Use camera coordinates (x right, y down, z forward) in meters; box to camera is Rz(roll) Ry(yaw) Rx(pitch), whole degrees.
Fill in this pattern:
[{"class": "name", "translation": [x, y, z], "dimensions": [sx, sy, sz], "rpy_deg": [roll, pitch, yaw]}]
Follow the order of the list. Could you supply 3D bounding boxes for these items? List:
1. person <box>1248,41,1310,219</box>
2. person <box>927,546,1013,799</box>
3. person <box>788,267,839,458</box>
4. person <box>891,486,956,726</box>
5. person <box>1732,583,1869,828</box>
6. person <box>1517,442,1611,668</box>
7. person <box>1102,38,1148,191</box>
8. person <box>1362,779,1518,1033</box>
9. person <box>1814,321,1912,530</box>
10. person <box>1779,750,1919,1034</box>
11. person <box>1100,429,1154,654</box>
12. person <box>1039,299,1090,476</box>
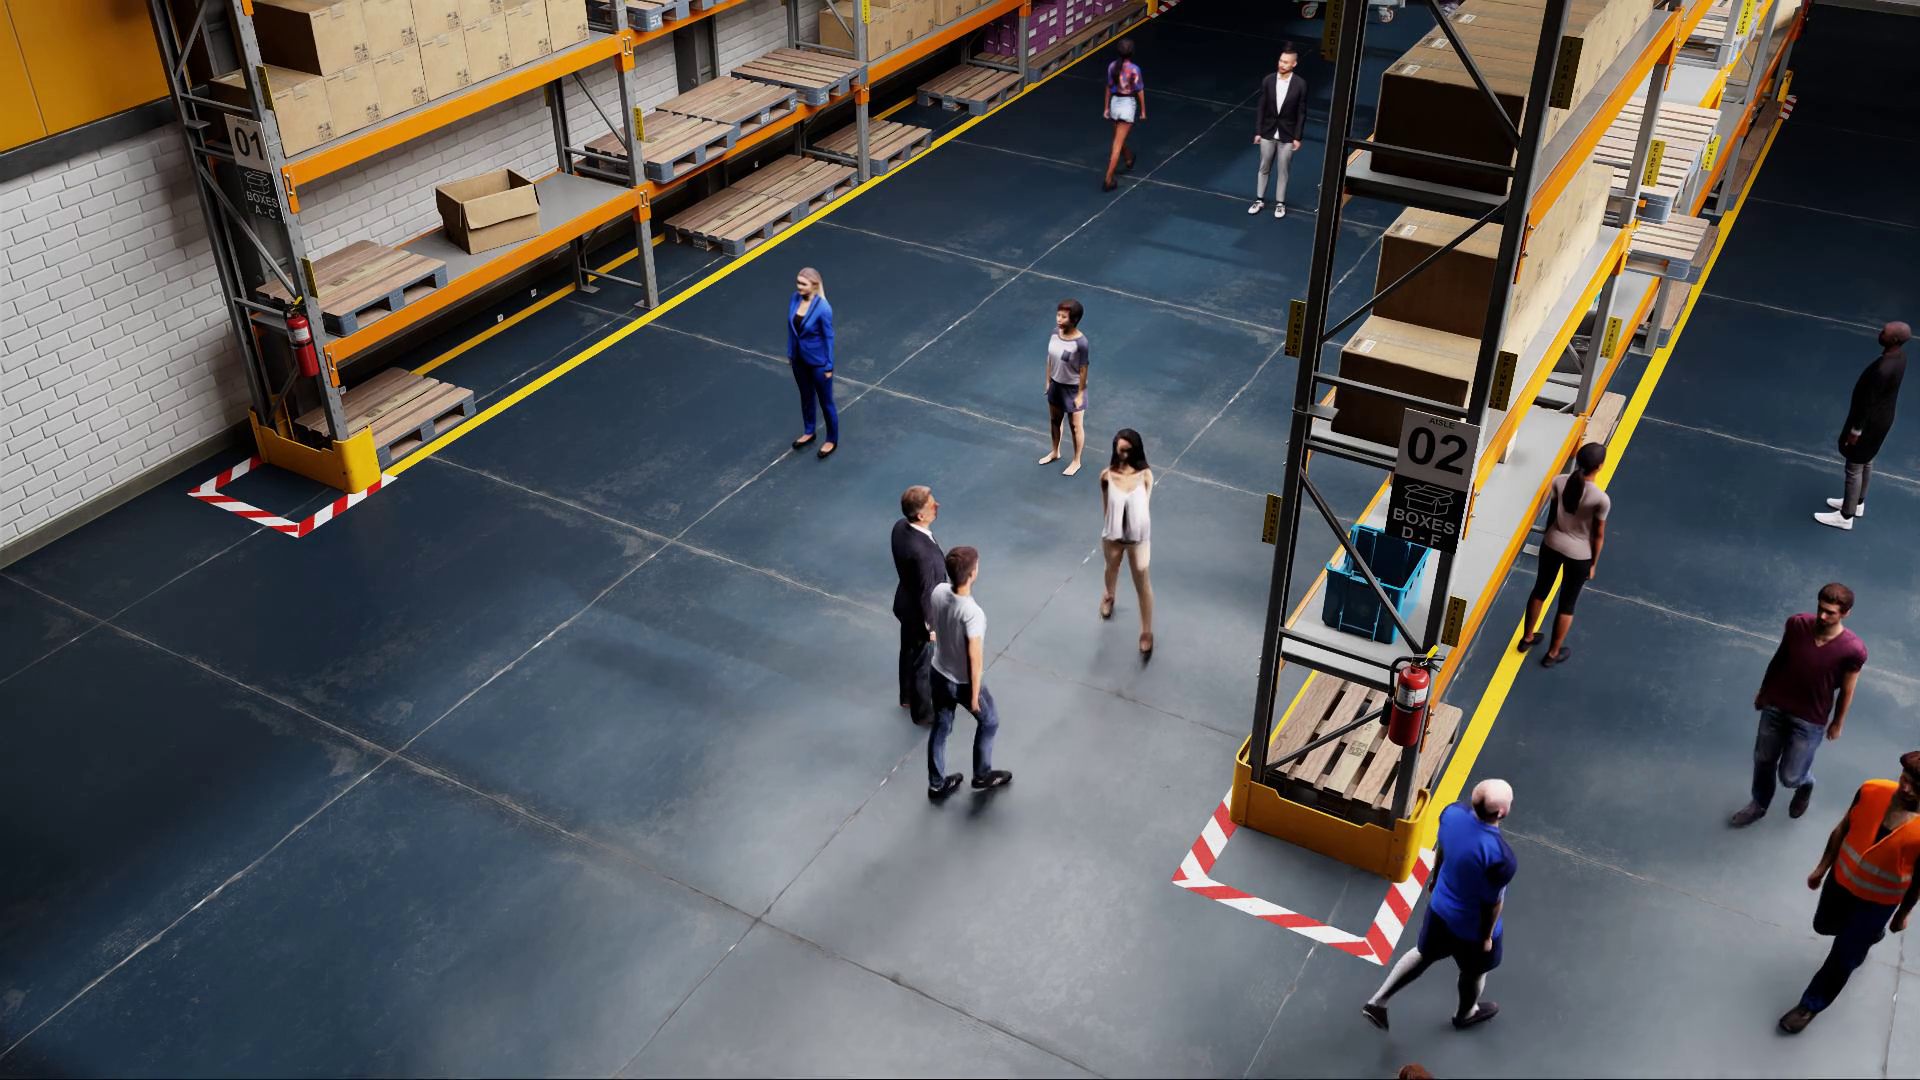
[{"class": "person", "translation": [3.552, -4.566, 18.463], "dimensions": [0.716, 1.957, 0.615], "rpy_deg": [15, 36, 21]}, {"class": "person", "translation": [-0.086, 0.890, 10.355], "dimensions": [0.847, 1.847, 0.748], "rpy_deg": [-28, 43, -35]}, {"class": "person", "translation": [-1.242, -1.526, 14.123], "dimensions": [0.646, 1.700, 0.572], "rpy_deg": [23, 40, 30]}, {"class": "person", "translation": [-0.274, 0.420, 11.091], "dimensions": [0.817, 1.815, 0.774], "rpy_deg": [-11, 35, -16]}, {"class": "person", "translation": [5.192, 0.998, 10.202], "dimensions": [0.899, 1.836, 0.824], "rpy_deg": [-22, 39, -29]}, {"class": "person", "translation": [4.240, 0.091, 11.649], "dimensions": [0.626, 1.745, 0.649], "rpy_deg": [-27, 42, -34]}, {"class": "person", "translation": [1.824, -4.869, 19.152], "dimensions": [0.655, 1.700, 1.131], "rpy_deg": [20, 39, 28]}, {"class": "person", "translation": [2.586, 1.975, 8.748], "dimensions": [1.201, 1.820, 1.061], "rpy_deg": [-14, 36, -20]}, {"class": "person", "translation": [7.217, -0.917, 13.155], "dimensions": [0.745, 1.757, 0.573], "rpy_deg": [27, 42, 34]}, {"class": "person", "translation": [4.907, 1.820, 8.938], "dimensions": [1.194, 1.866, 1.018], "rpy_deg": [-18, 37, -24]}, {"class": "person", "translation": [1.163, 0.041, 11.822], "dimensions": [1.043, 1.636, 0.842], "rpy_deg": [17, 37, 23]}, {"class": "person", "translation": [0.896, -1.304, 13.910], "dimensions": [0.614, 1.566, 0.596], "rpy_deg": [28, 43, 36]}]
